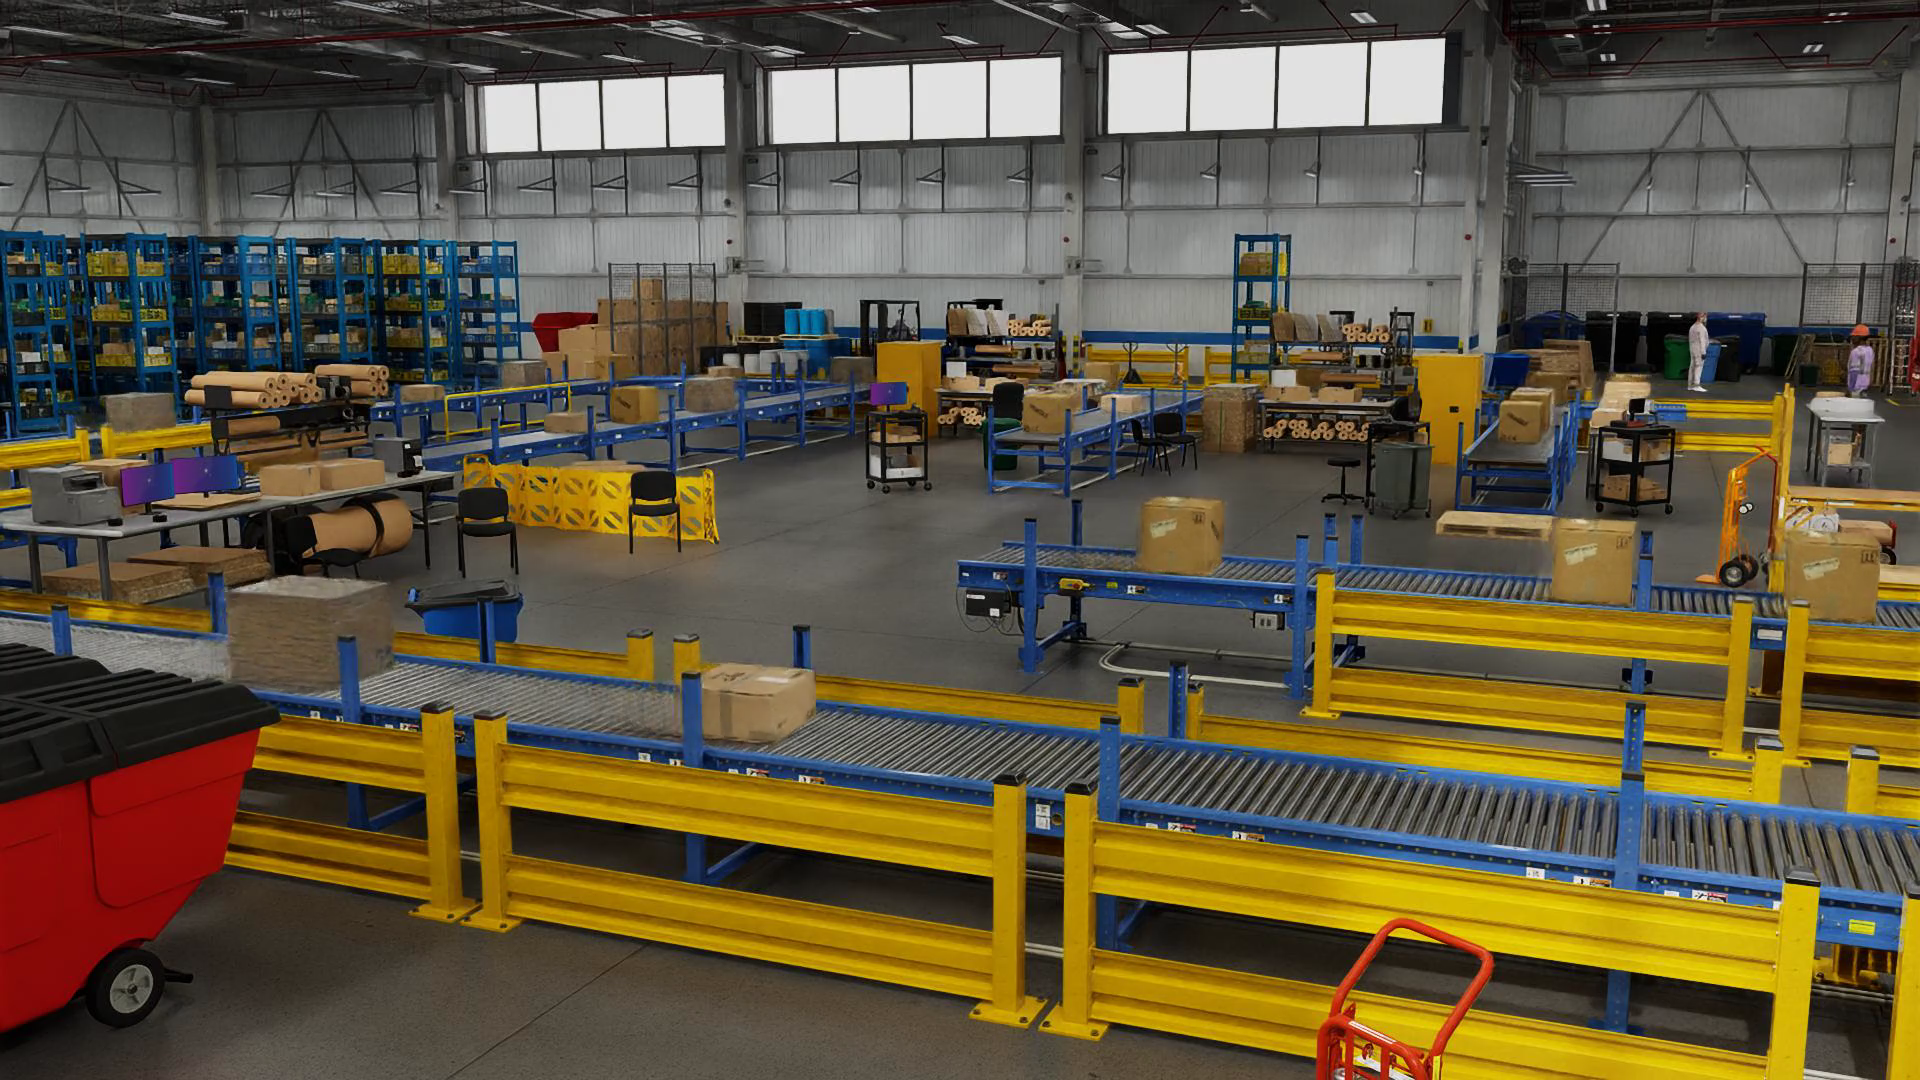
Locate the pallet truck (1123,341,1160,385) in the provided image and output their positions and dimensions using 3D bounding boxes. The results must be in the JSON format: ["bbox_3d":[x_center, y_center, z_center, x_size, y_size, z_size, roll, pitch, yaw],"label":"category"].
[{"bbox_3d":[4.445,-4.380,41.279,0.680,1.201,1.601,4,10,22],"label":"pallet truck"}]

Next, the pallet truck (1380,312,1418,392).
[{"bbox_3d":[10.207,-4.283,38.369,0.823,1.965,1.885,3,10,20],"label":"pallet truck"}]

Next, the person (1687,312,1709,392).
[{"bbox_3d":[17.881,-4.542,40.213,0.404,1.906,0.652,0,9,-2],"label":"person"}]

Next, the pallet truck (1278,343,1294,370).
[{"bbox_3d":[7.886,-4.163,39.743,0.653,1.274,1.630,4,10,22],"label":"pallet truck"}]

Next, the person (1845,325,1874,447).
[{"bbox_3d":[15.062,-2.588,27.962,0.614,2.040,0.378,-8,12,-39],"label":"person"}]

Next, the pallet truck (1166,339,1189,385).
[{"bbox_3d":[5.418,-4.269,40.420,0.704,1.261,1.522,3,10,20],"label":"pallet truck"}]

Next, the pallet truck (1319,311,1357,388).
[{"bbox_3d":[9.071,-4.419,39.190,0.823,1.965,1.885,5,10,26],"label":"pallet truck"}]

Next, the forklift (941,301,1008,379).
[{"bbox_3d":[0.365,-4.966,41.571,1.157,1.987,2.680,3,10,20],"label":"forklift"}]

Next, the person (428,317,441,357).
[{"bbox_3d":[-15.197,-5.813,48.099,0.389,1.846,0.565,2,9,9],"label":"person"}]

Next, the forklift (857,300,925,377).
[{"bbox_3d":[-1.732,-5.109,42.468,1.157,1.987,2.680,4,10,22],"label":"forklift"}]
